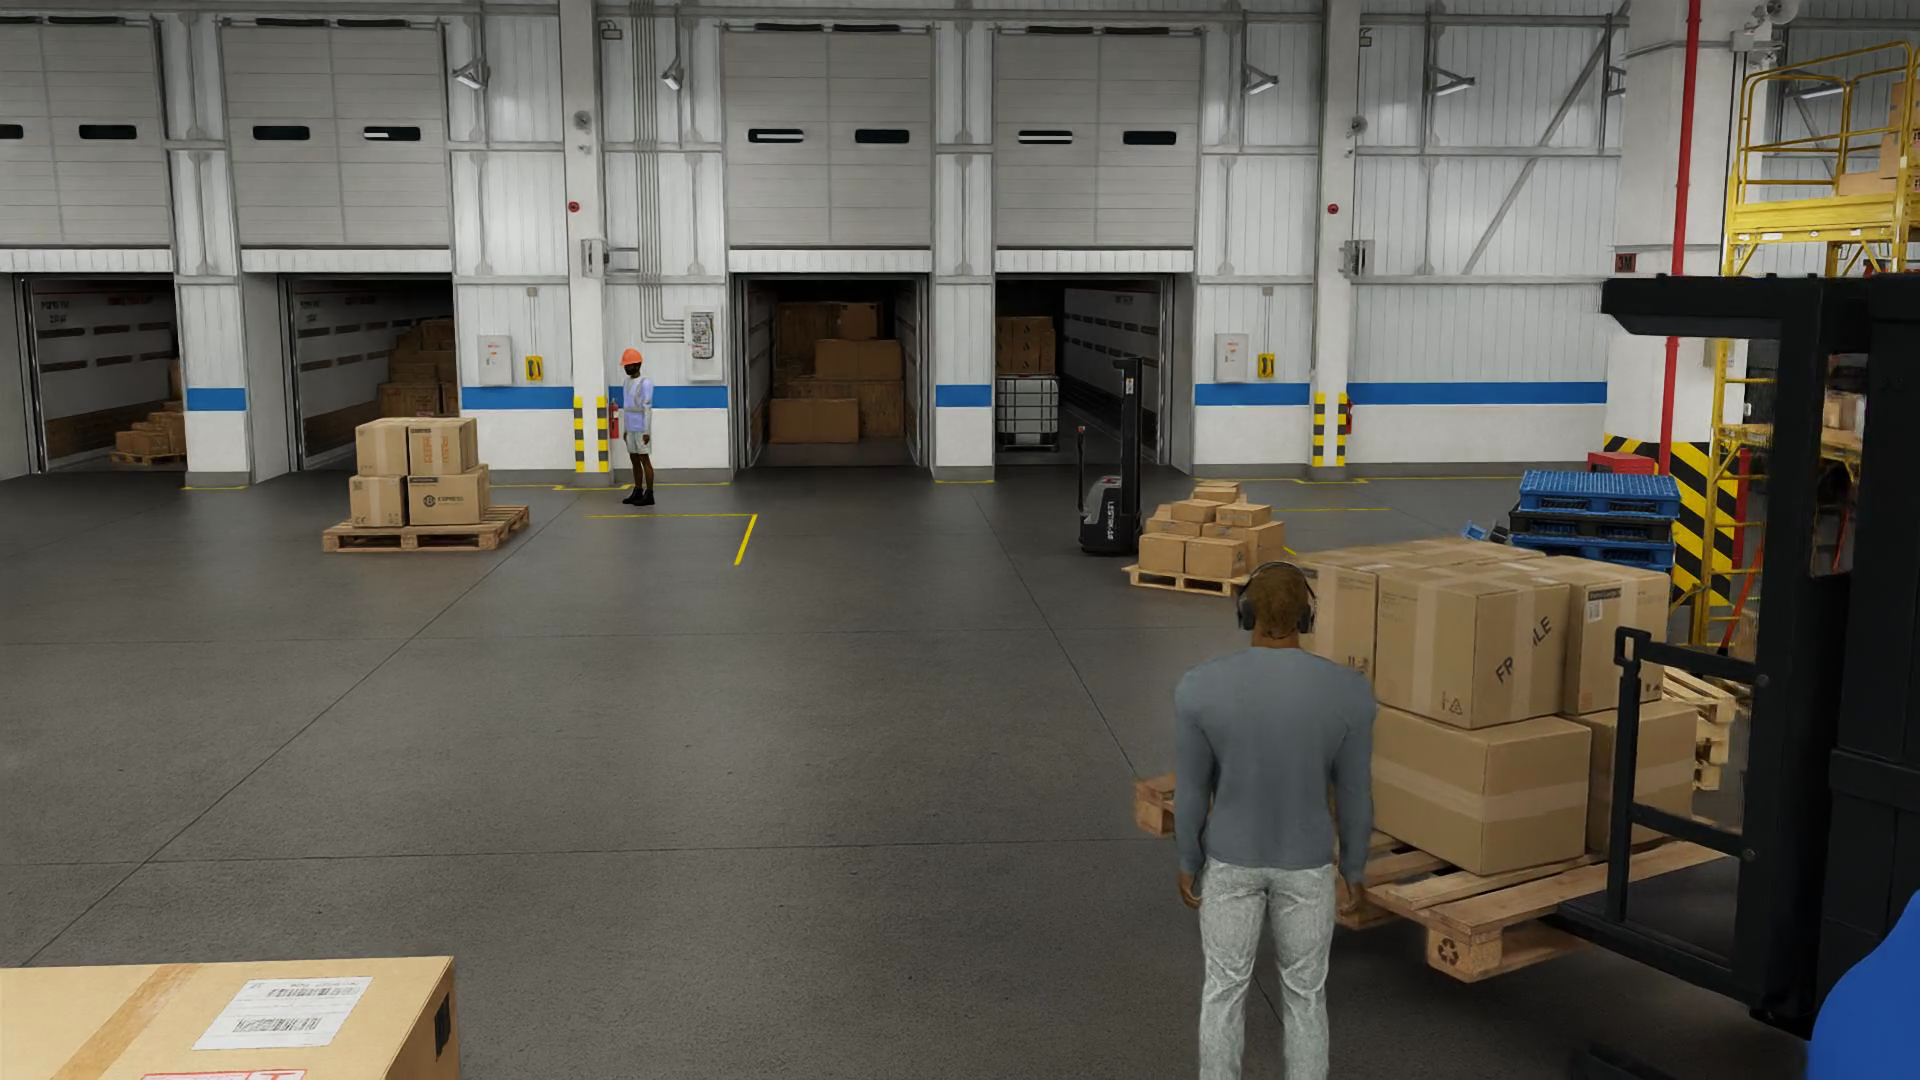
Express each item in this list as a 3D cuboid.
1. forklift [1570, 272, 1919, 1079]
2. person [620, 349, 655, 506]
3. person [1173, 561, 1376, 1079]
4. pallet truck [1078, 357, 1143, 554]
[{"bbox_3d":[3.063,0.594,5.015,1.129,2.768,1.873,-5,10,-30],"label":"forklift"},{"bbox_3d":[-3.972,-1.378,20.388,0.387,1.929,0.547,-8,12,-42],"label":"person"},{"bbox_3d":[0.987,1.025,5.285,0.628,1.932,0.361,2,9,9],"label":"person"},{"bbox_3d":[2.088,-0.836,16.757,1.885,1.965,0.823,2,9,13],"label":"pallet truck"}]
